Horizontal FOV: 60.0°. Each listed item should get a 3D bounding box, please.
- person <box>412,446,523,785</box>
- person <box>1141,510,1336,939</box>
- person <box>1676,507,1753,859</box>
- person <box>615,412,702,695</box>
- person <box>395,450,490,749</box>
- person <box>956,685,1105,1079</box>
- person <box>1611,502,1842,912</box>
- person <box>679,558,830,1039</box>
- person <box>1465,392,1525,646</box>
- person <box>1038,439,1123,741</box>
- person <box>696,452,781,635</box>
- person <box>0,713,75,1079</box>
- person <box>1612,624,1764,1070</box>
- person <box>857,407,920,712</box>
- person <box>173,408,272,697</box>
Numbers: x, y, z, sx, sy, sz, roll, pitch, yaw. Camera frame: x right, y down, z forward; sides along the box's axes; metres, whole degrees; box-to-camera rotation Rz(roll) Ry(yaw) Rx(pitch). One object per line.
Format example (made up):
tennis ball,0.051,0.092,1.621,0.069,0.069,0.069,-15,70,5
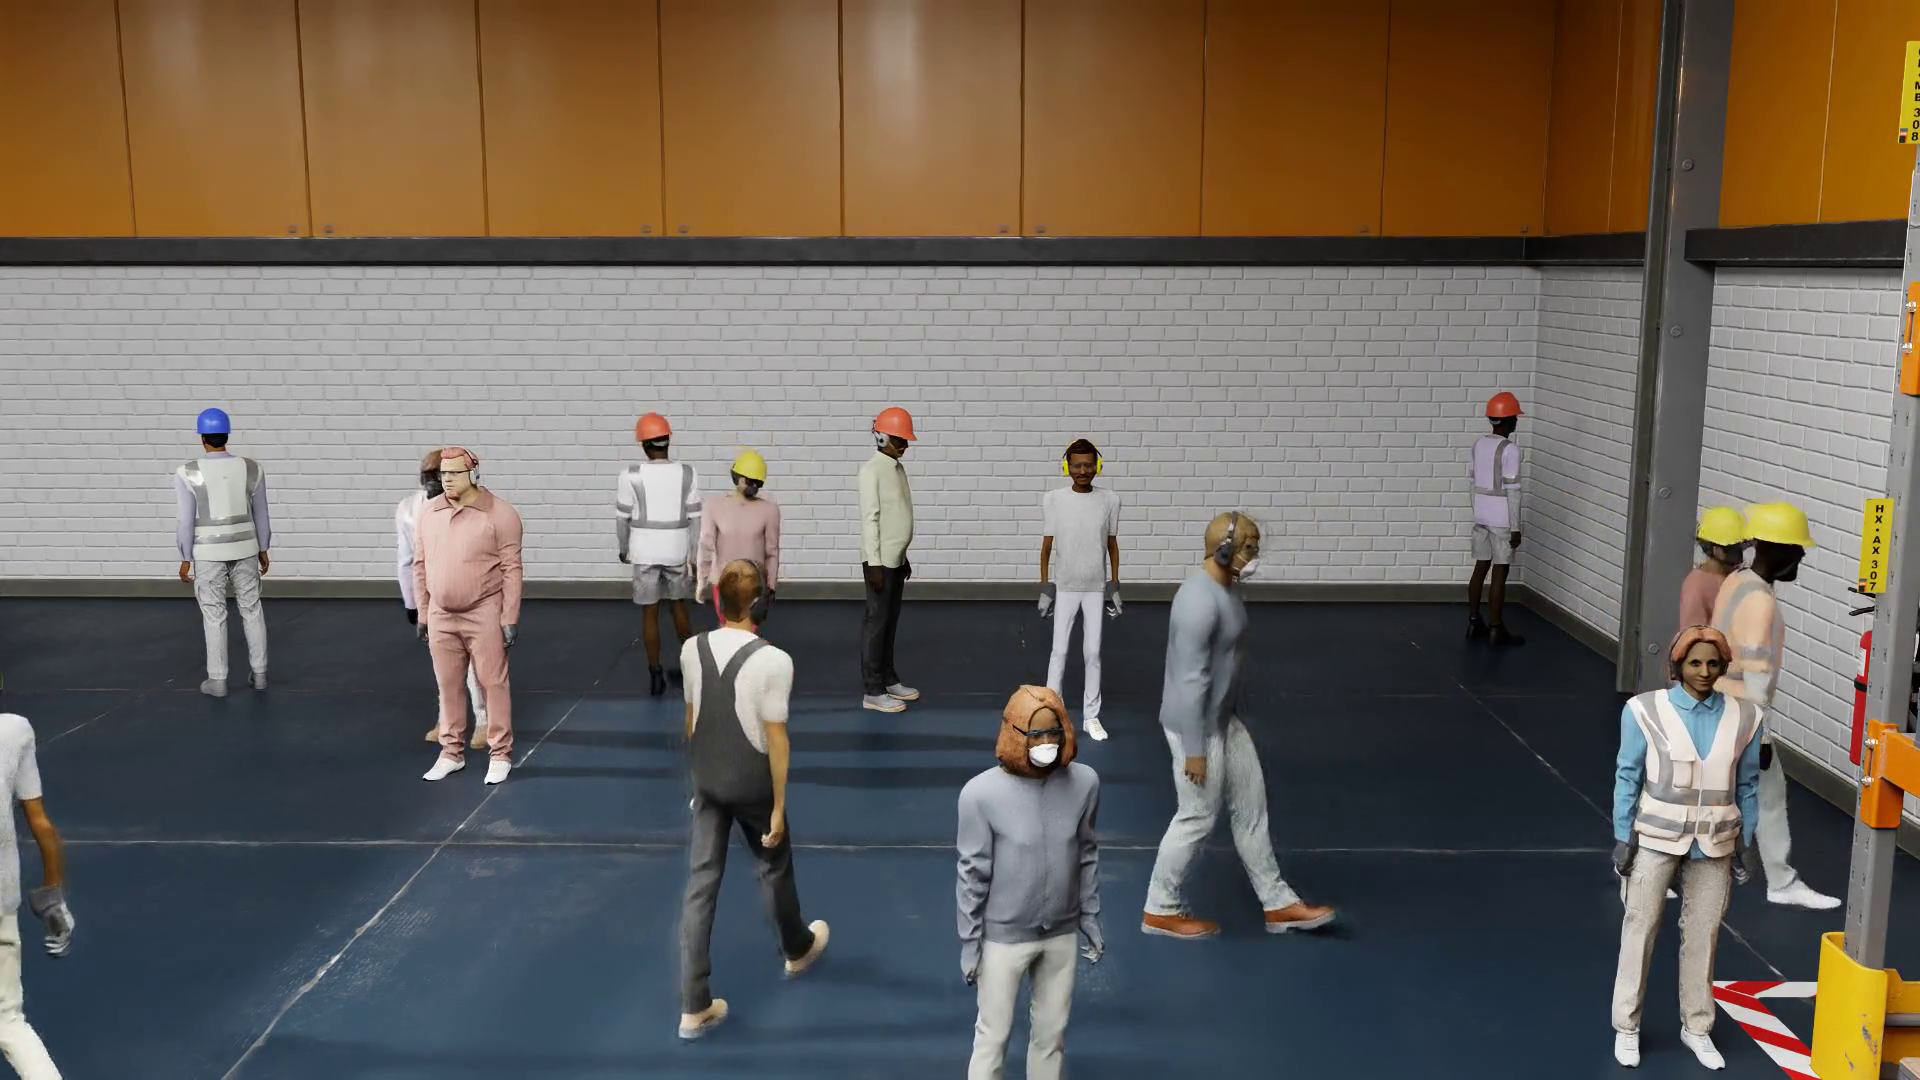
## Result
person,-2.778,0.423,9.343,0.645,1.908,0.408,2,10,11
person,1.203,0.806,7.091,0.760,1.893,0.660,3,10,19
person,3.710,0.693,8.216,0.544,1.744,0.430,-8,12,-40
person,-2.054,0.085,11.335,0.567,1.915,0.529,-4,10,-22
person,-3.072,0.357,10.041,0.641,1.819,0.466,1,9,3
person,0.223,1.246,5.225,0.507,1.632,0.267,-5,11,-26
person,3.494,0.752,7.519,0.926,1.885,0.605,4,10,24
person,-0.843,0.954,6.490,0.539,1.794,0.960,4,10,22
person,4.121,-0.162,12.741,0.352,1.942,0.546,-3,10,-19
person,0.739,0.307,10.145,0.521,1.870,0.319,-1,10,-6
person,-1.434,0.264,10.915,0.525,1.705,0.938,0,9,0
person,-3.017,1.170,5.088,0.714,1.839,0.566,9,13,43
person,2.623,1.108,6.038,0.510,1.640,0.308,1,10,4
person,-0.464,0.119,10.926,0.393,1.985,0.611,3,10,16
person,-4.987,0.080,11.272,0.614,1.945,0.403,-9,13,-43
